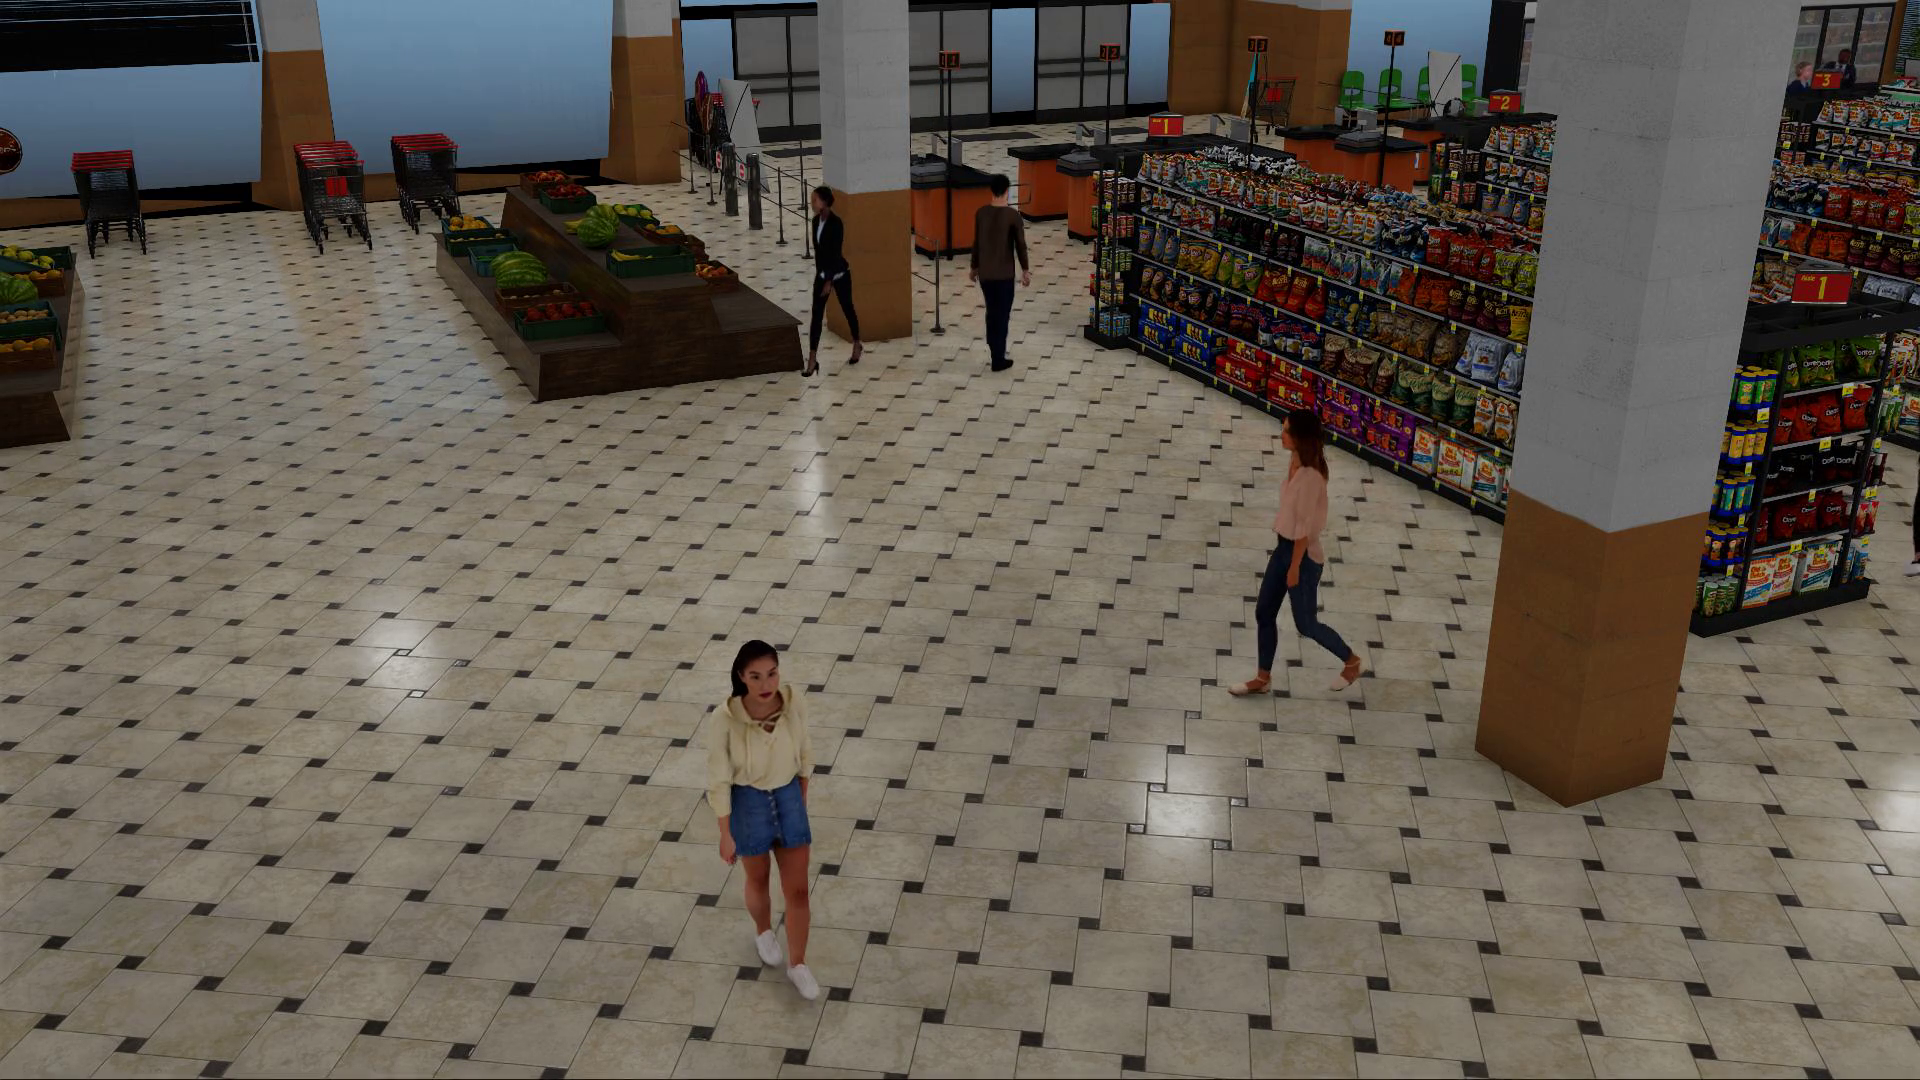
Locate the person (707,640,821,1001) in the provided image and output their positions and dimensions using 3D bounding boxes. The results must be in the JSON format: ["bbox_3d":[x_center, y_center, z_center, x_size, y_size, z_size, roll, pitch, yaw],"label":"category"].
[{"bbox_3d":[-0.876,1.147,7.224,0.644,1.609,0.790,-9,24,-22],"label":"person"}]

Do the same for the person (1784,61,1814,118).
[{"bbox_3d":[12.913,-6.506,25.929,0.768,1.863,0.791,-18,28,-37],"label":"person"}]

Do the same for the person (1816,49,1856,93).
[{"bbox_3d":[14.882,-7.506,28.526,1.135,1.784,1.214,10,24,23],"label":"person"}]

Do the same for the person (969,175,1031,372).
[{"bbox_3d":[0.315,-2.567,16.139,0.872,1.855,0.958,13,25,29],"label":"person"}]

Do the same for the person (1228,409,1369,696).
[{"bbox_3d":[2.034,0.124,9.563,0.890,1.765,1.051,-2,22,-5],"label":"person"}]

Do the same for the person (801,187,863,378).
[{"bbox_3d":[-1.156,-2.458,15.978,1.153,1.771,1.018,16,27,34],"label":"person"}]

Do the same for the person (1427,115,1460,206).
[{"bbox_3d":[6.006,-4.296,20.497,1.093,1.813,1.017,18,28,38],"label":"person"}]
